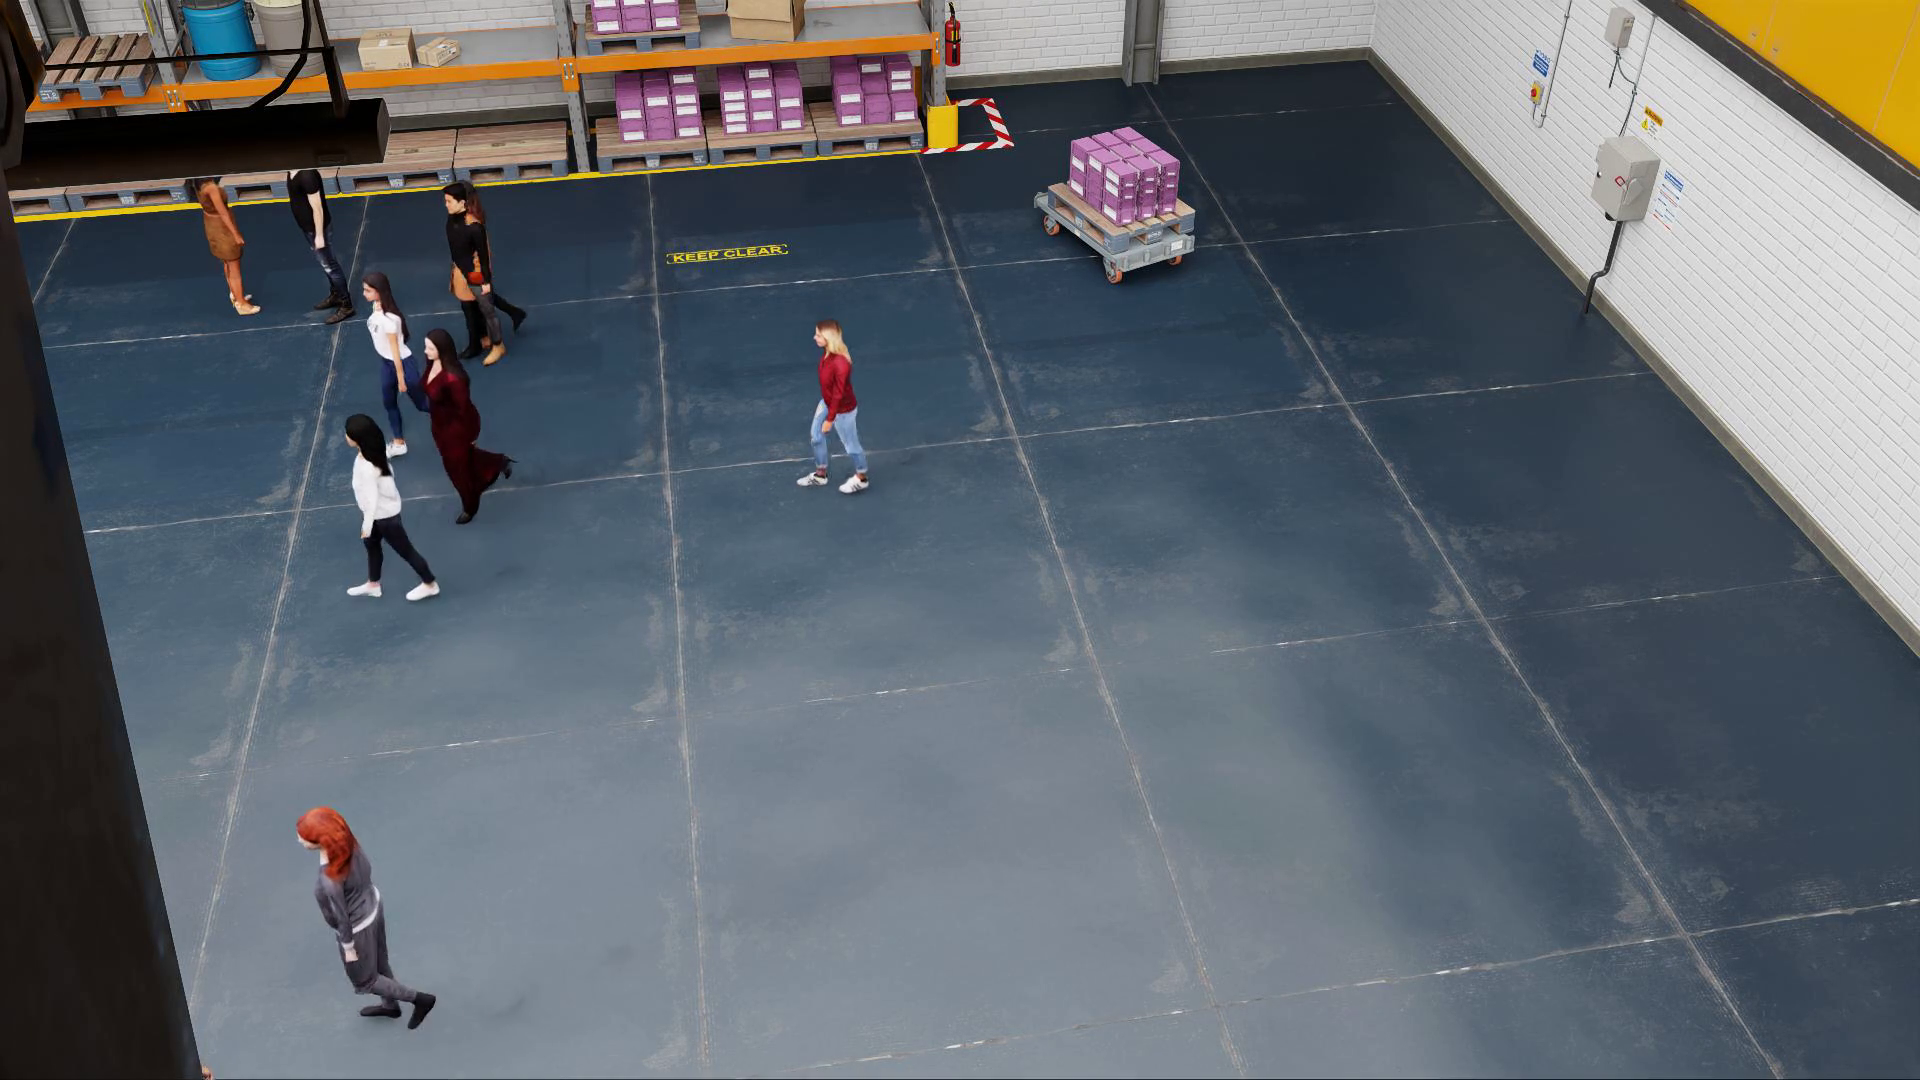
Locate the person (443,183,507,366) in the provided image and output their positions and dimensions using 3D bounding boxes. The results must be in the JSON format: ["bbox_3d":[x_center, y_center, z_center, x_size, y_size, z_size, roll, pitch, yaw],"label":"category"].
[{"bbox_3d":[-4.383,-2.412,14.951,0.719,1.723,0.759,27,46,30],"label":"person"}]

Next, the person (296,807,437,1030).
[{"bbox_3d":[-3.259,2.111,9.252,0.721,1.768,0.617,-4,39,-5],"label":"person"}]

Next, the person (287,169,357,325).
[{"bbox_3d":[-5.988,-2.937,15.470,0.713,1.896,0.754,-21,43,-24],"label":"person"}]

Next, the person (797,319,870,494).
[{"bbox_3d":[-0.896,-1.073,13.364,0.850,1.612,0.702,-15,41,-18],"label":"person"}]

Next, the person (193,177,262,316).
[{"bbox_3d":[-6.919,-2.899,15.591,0.645,1.686,0.652,-28,47,-31],"label":"person"}]

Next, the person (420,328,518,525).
[{"bbox_3d":[-3.892,-0.938,13.095,1.001,1.737,0.882,-25,45,-28],"label":"person"}]

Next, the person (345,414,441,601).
[{"bbox_3d":[-4.145,-0.218,12.240,0.925,1.679,0.688,-12,40,-14],"label":"person"}]

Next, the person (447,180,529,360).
[{"bbox_3d":[-4.344,-2.476,15.047,1.023,1.704,0.842,-16,41,-20],"label":"person"}]
